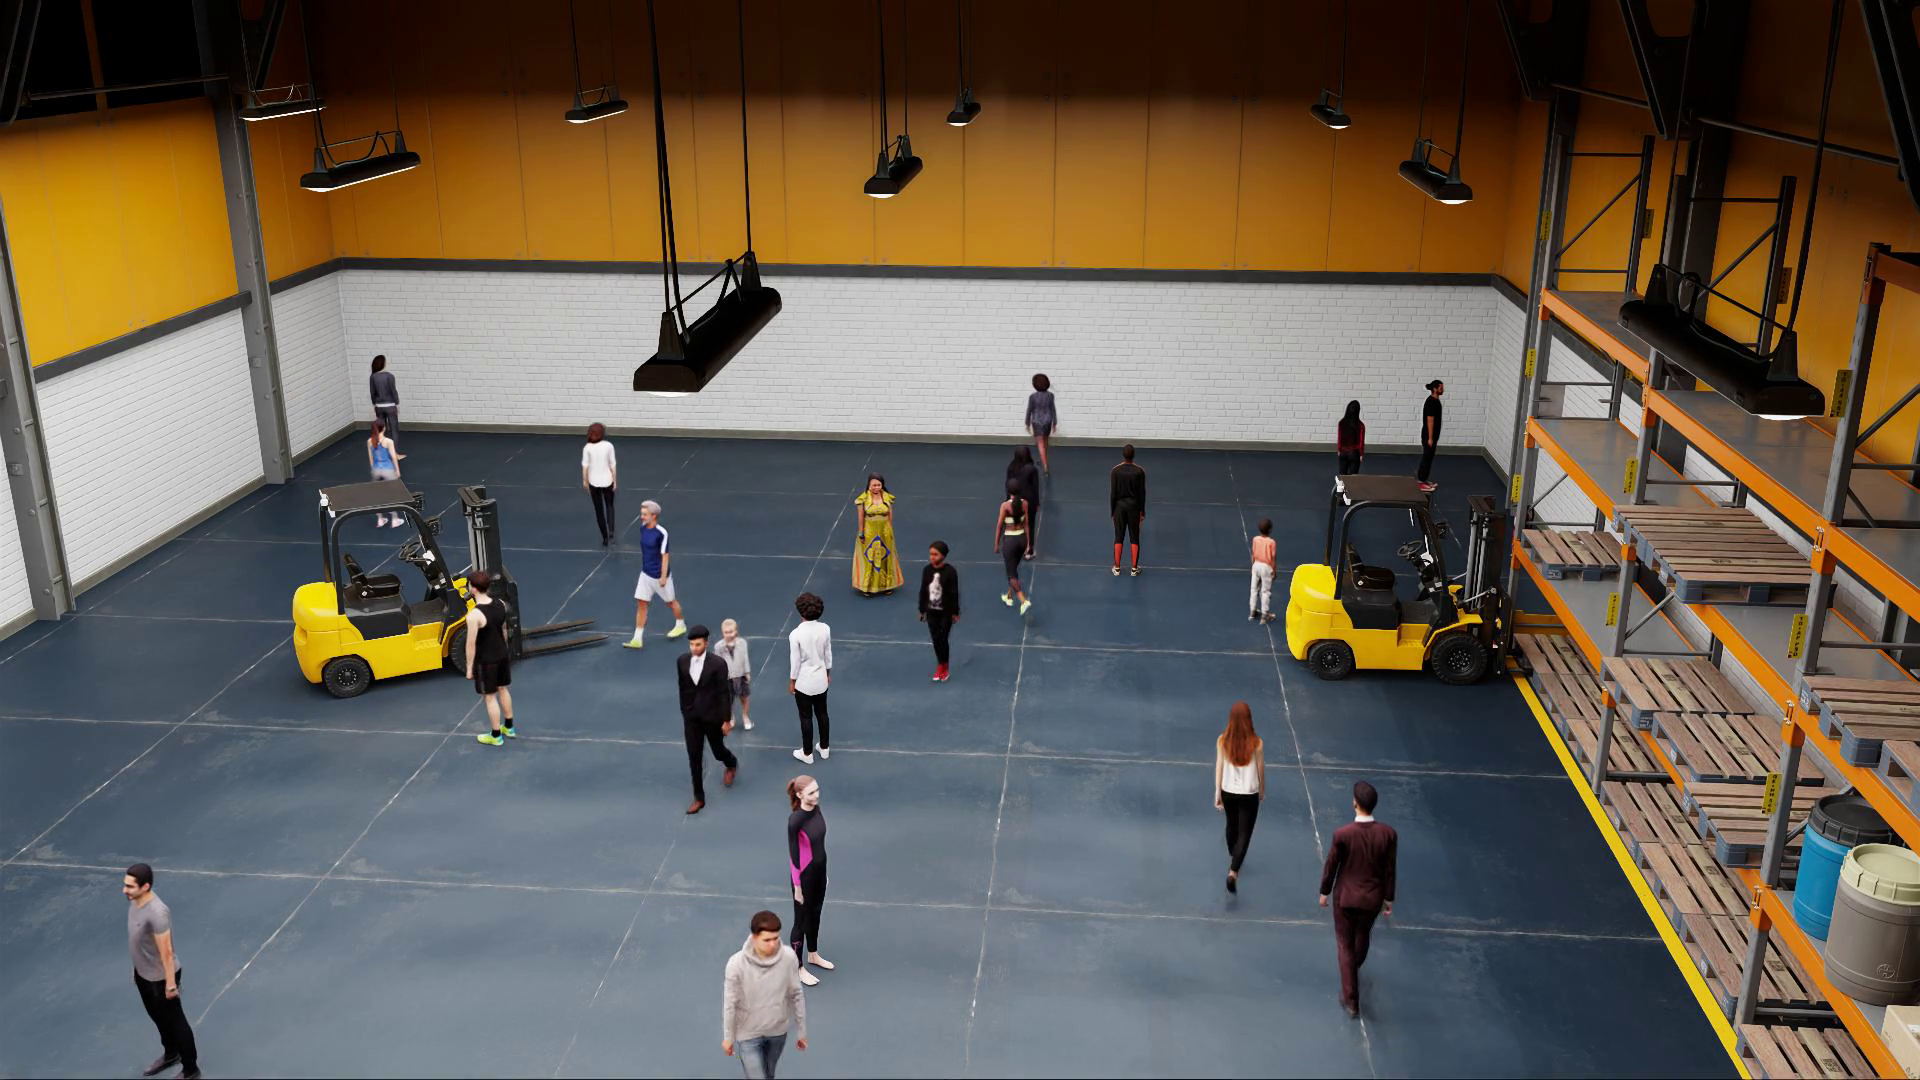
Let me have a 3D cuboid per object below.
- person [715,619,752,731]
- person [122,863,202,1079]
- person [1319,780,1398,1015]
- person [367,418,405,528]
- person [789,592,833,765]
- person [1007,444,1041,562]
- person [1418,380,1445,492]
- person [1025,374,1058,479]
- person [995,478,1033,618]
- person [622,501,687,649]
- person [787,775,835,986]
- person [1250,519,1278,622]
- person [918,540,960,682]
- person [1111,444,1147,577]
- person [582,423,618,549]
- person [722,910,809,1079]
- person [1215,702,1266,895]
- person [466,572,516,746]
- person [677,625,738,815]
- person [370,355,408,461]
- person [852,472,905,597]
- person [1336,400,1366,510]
[{"bbox_3d":[-2.399,1.409,17.701,0.559,1.262,0.603,-2,19,-5],"label":"person"},{"bbox_3d":[-5.758,3.090,11.941,0.696,1.752,0.731,17,25,40],"label":"person"},{"bbox_3d":[3.066,2.768,12.769,0.790,1.834,1.050,-1,19,-2],"label":"person"},{"bbox_3d":[-8.406,-0.983,24.262,0.576,1.607,0.551,3,19,9],"label":"person"},{"bbox_3d":[-1.511,1.391,16.896,0.729,1.810,0.772,-12,22,-33],"label":"person"},{"bbox_3d":[0.861,-0.526,22.895,0.729,1.615,0.734,8,20,23],"label":"person"},{"bbox_3d":[7.360,-1.653,26.020,0.724,1.757,0.566,6,19,17],"label":"person"},{"bbox_3d":[1.324,-1.771,26.558,0.869,1.636,1.155,-4,19,-11],"label":"person"},{"bbox_3d":[0.718,0.117,20.817,0.938,1.722,1.177,-8,20,-23],"label":"person"},{"bbox_3d":[-3.563,0.396,19.880,1.060,1.791,1.249,14,23,35],"label":"person"},{"bbox_3d":[-1.202,2.662,13.211,0.709,1.752,0.618,10,21,27],"label":"person"},{"bbox_3d":[3.780,0.358,20.747,0.562,1.310,0.604,15,24,38],"label":"person"},{"bbox_3d":[-0.199,0.783,18.929,0.691,1.665,0.680,8,20,23],"label":"person"},{"bbox_3d":[2.240,-0.409,22.242,0.628,1.808,0.540,3,19,8],"label":"person"},{"bbox_3d":[-5.014,-0.741,23.273,0.716,1.781,0.745,-7,20,-19],"label":"person"},{"bbox_3d":[-1.373,3.275,11.279,0.990,1.825,1.112,-9,21,-24],"label":"person"},{"bbox_3d":[2.434,2.258,14.501,0.806,1.695,1.132,8,20,23],"label":"person"},{"bbox_3d":[-4.859,1.221,17.275,0.841,1.891,0.677,9,21,26],"label":"person"},{"bbox_3d":[-2.409,1.662,16.030,0.868,1.849,1.201,5,19,16],"label":"person"},{"bbox_3d":[-9.548,-2.209,27.654,0.618,1.768,0.518,2,19,7],"label":"person"},{"bbox_3d":[-1.084,-0.089,21.533,0.965,1.655,0.941,-7,20,-20],"label":"person"},{"bbox_3d":[5.879,-1.288,25.099,0.659,1.651,0.674,13,23,35],"label":"person"}]
